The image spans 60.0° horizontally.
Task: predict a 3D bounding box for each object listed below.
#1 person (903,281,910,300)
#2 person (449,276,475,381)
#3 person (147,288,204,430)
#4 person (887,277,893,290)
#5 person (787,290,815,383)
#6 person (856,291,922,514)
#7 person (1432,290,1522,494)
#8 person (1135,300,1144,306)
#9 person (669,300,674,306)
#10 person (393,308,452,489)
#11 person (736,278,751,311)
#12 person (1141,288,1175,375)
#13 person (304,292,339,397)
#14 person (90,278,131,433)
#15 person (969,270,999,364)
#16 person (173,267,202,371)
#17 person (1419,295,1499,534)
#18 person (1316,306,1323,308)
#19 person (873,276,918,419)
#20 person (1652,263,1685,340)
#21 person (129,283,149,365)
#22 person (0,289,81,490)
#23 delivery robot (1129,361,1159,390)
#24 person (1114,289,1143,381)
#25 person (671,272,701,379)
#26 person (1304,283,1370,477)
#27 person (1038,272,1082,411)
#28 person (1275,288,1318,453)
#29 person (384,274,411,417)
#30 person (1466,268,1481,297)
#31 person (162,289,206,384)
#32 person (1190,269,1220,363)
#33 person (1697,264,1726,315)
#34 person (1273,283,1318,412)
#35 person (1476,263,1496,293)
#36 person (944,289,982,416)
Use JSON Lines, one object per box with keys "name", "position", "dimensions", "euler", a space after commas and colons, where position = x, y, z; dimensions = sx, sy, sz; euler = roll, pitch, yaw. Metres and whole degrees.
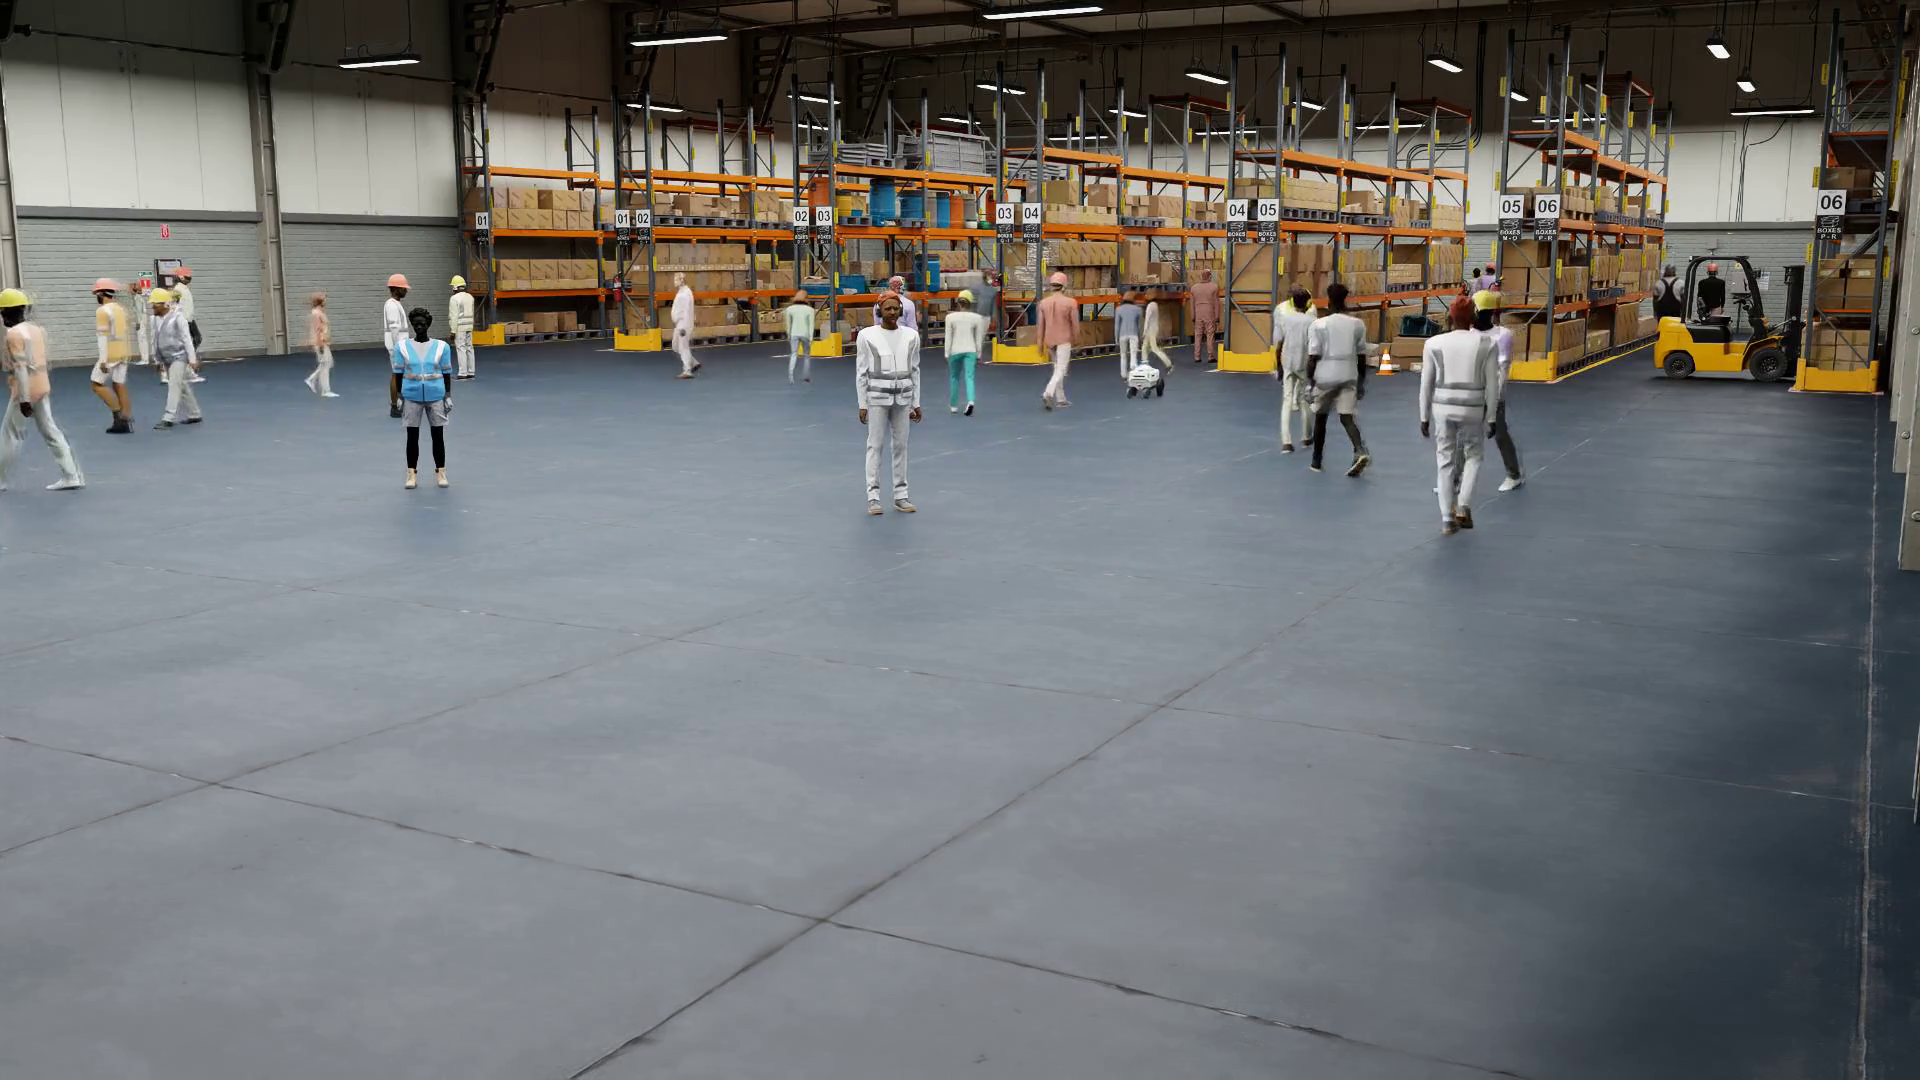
{"name": "person", "position": [-1.261, -5.013, 37.130], "dimensions": [0.524, 1.720, 0.887], "euler": [7, 12, 37]}
{"name": "person", "position": [-8.721, -3.694, 29.070], "dimensions": [0.404, 1.835, 0.588], "euler": [3, 10, 19]}
{"name": "person", "position": [-9.997, -2.309, 21.161], "dimensions": [0.614, 1.786, 0.810], "euler": [5, 11, 29]}
{"name": "person", "position": [-1.523, -4.869, 36.291], "dimensions": [0.811, 1.703, 0.493], "euler": [-7, 12, -35]}
{"name": "person", "position": [-2.741, -3.475, 28.449], "dimensions": [0.502, 1.607, 0.668], "euler": [1, 10, 6]}
{"name": "person", "position": [-0.597, -1.160, 14.092], "dimensions": [0.579, 1.883, 0.352], "euler": [-4, 11, -24]}
{"name": "person", "position": [4.835, -1.348, 15.273], "dimensions": [1.032, 1.874, 0.597], "euler": [-6, 11, -31]}
{"name": "person", "position": [4.995, -6.632, 46.661], "dimensions": [0.536, 1.699, 0.322], "euler": [2, 10, 12]}
{"name": "person", "position": [-7.594, -6.425, 45.061], "dimensions": [0.517, 1.846, 0.869], "euler": [5, 11, 29]}
{"name": "person", "position": [-5.034, -1.327, 15.618], "dimensions": [0.532, 1.696, 0.319], "euler": [-3, 10, -18]}
{"name": "person", "position": [-5.982, -6.588, 45.962], "dimensions": [0.586, 1.855, 1.048], "euler": [4, 10, 21]}
{"name": "person", "position": [3.574, -3.829, 30.543], "dimensions": [0.764, 1.603, 0.502], "euler": [3, 10, 15]}
{"name": "person", "position": [-9.863, -3.006, 25.625], "dimensions": [0.415, 1.625, 0.535], "euler": [-3, 10, -16]}
{"name": "person", "position": [-10.396, -2.240, 20.357], "dimensions": [0.429, 1.908, 0.555], "euler": [1, 10, 4]}
{"name": "person", "position": [0.480, -4.504, 33.629], "dimensions": [0.662, 1.907, 0.451], "euler": [-9, 13, -42]}
{"name": "person", "position": [-14.638, -4.172, 31.469], "dimensions": [0.439, 1.979, 0.619], "euler": [-1, 10, -3]}
{"name": "person", "position": [3.907, -0.977, 13.044], "dimensions": [0.602, 1.872, 0.412], "euler": [4, 10, 20]}
{"name": "person", "position": [9.009, -6.009, 42.585], "dimensions": [0.661, 1.862, 0.969], "euler": [0, 10, 2]}
{"name": "person", "position": [-0.831, -2.571, 22.283], "dimensions": [0.638, 1.909, 0.408], "euler": [5, 11, 27]}
{"name": "person", "position": [15.966, -5.227, 37.444], "dimensions": [0.710, 2.000, 0.673], "euler": [5, 11, 28]}
{"name": "person", "position": [-16.431, -4.318, 33.293], "dimensions": [0.307, 1.639, 0.525], "euler": [-4, 10, -22]}
{"name": "person", "position": [-8.677, -1.371, 15.347], "dimensions": [1.000, 1.870, 0.617], "euler": [-1, 10, -6]}
{"name": "delivery robot", "position": [2.841, -2.521, 25.670], "dimensions": [0.477, 0.478, 0.707], "euler": [3, 10, 19]}
{"name": "person", "position": [2.911, -3.516, 28.679], "dimensions": [0.500, 1.604, 0.649], "euler": [1, 10, 4]}
{"name": "person", "position": [-4.925, -3.805, 29.569], "dimensions": [0.443, 1.893, 0.651], "euler": [-3, 10, -18]}
{"name": "person", "position": [3.759, -1.589, 16.528], "dimensions": [0.656, 1.921, 0.916], "euler": [-1, 10, -7]}
{"name": "person", "position": [1.374, -2.822, 23.613], "dimensions": [0.614, 1.962, 0.929], "euler": [7, 12, 36]}
{"name": "person", "position": [3.797, -1.903, 18.624], "dimensions": [0.551, 1.817, 0.961], "euler": [5, 11, 27]}
{"name": "person", "position": [-7.586, -2.625, 22.521], "dimensions": [0.378, 1.932, 0.551], "euler": [-3, 10, -17]}
{"name": "person", "position": [13.856, -6.371, 44.681], "dimensions": [0.515, 1.860, 0.325], "euler": [4, 10, 21]}
{"name": "person", "position": [-13.340, -3.458, 28.370], "dimensions": [0.538, 1.609, 0.721], "euler": [6, 11, 31]}
{"name": "person", "position": [5.042, -4.587, 34.081], "dimensions": [0.636, 1.911, 0.406], "euler": [6, 11, 31]}
{"name": "person", "position": [17.714, -5.513, 39.243], "dimensions": [0.612, 1.997, 0.375], "euler": [4, 11, 25]}
{"name": "person", "position": [4.781, -2.751, 23.673], "dimensions": [0.635, 1.805, 0.940], "euler": [0, 10, -2]}
{"name": "person", "position": [13.804, -6.229, 43.438], "dimensions": [0.621, 1.987, 0.943], "euler": [5, 11, 27]}
{"name": "person", "position": [0.054, -2.575, 22.845], "dimensions": [0.533, 1.724, 0.846], "euler": [-1, 10, -7]}
